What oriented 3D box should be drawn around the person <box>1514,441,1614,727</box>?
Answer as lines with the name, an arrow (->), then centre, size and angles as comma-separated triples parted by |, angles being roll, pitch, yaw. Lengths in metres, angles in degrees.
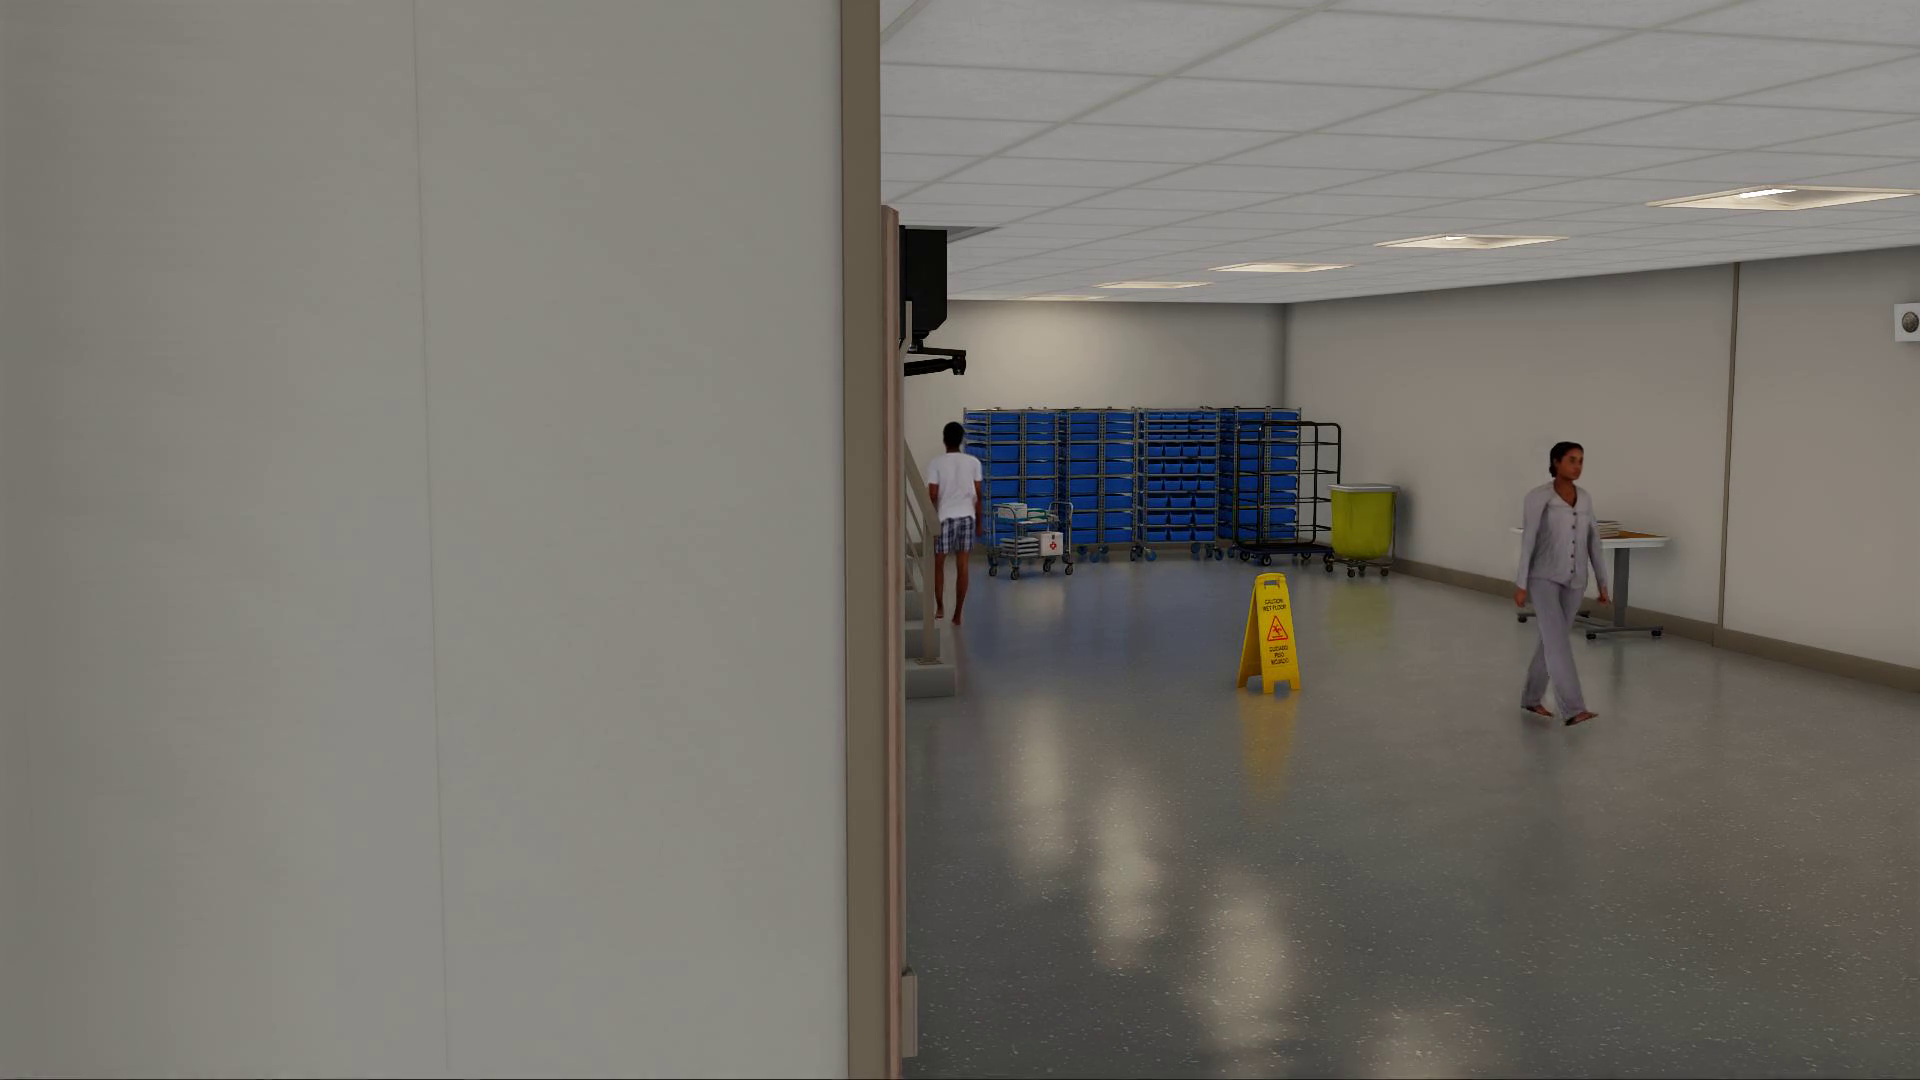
person -> 3.611, 0.265, 10.242 | 0.696, 1.700, 1.021 | -2, 6, -18

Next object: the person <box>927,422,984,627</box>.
person -> -0.035, -0.121, 14.020 | 0.703, 1.712, 0.740 | 0, 6, -4
